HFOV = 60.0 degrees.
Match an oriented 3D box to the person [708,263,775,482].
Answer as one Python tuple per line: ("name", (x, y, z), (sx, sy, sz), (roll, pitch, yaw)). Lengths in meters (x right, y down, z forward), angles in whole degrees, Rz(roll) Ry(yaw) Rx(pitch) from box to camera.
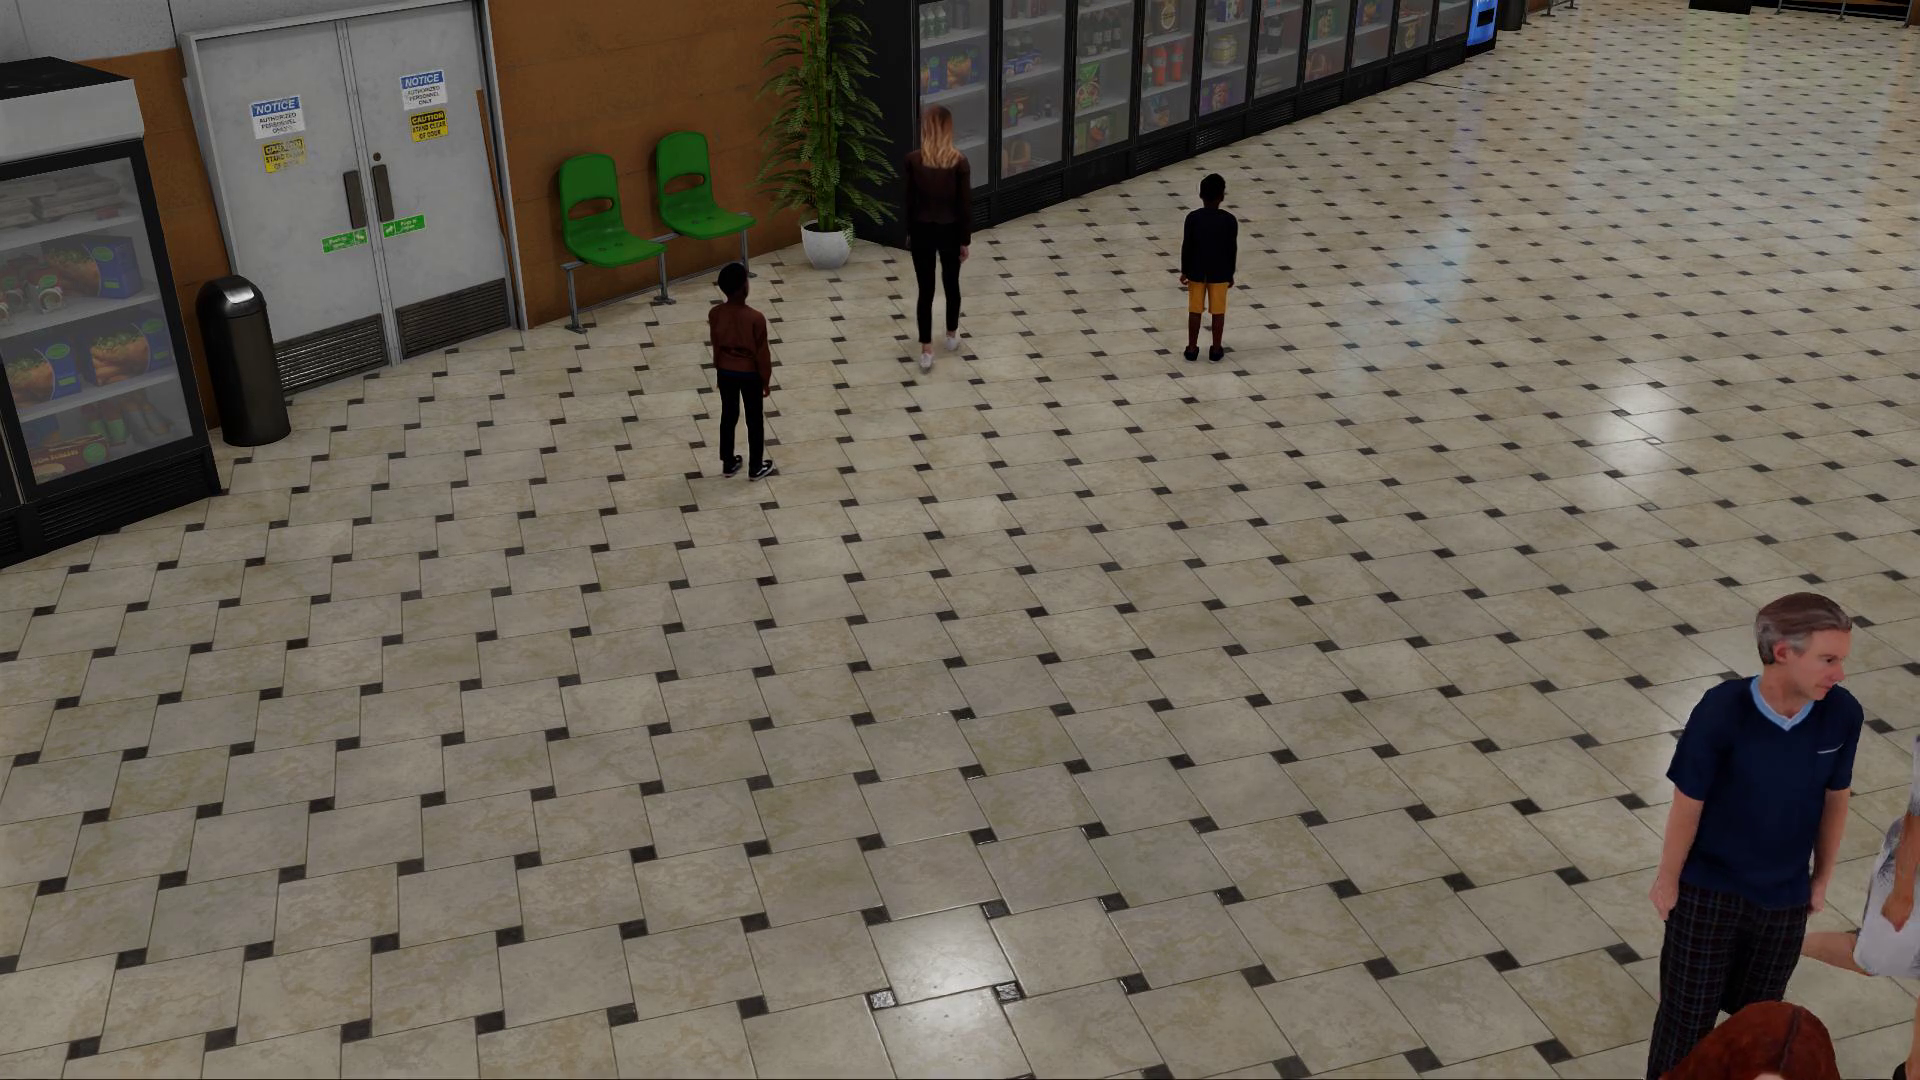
("person", (-1.238, -0.940, 9.330), (0.506, 1.252, 0.631), (9, 28, 17))

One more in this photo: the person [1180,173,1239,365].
("person", (1.642, -1.790, 10.987), (0.591, 1.272, 0.669), (4, 27, 8))

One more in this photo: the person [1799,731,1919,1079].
("person", (2.903, 0.958, 5.068), (0.928, 1.724, 1.076), (-7, 28, -13))

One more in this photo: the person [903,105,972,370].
("person", (-0.163, -1.965, 10.871), (0.948, 1.689, 0.950), (3, 27, 6))

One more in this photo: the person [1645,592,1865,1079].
("person", (2.284, 0.968, 4.914), (1.037, 1.845, 1.049), (4, 27, 8))

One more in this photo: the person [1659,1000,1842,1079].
("person", (1.599, 1.653, 3.650), (1.131, 1.766, 0.762), (19, 32, 32))
